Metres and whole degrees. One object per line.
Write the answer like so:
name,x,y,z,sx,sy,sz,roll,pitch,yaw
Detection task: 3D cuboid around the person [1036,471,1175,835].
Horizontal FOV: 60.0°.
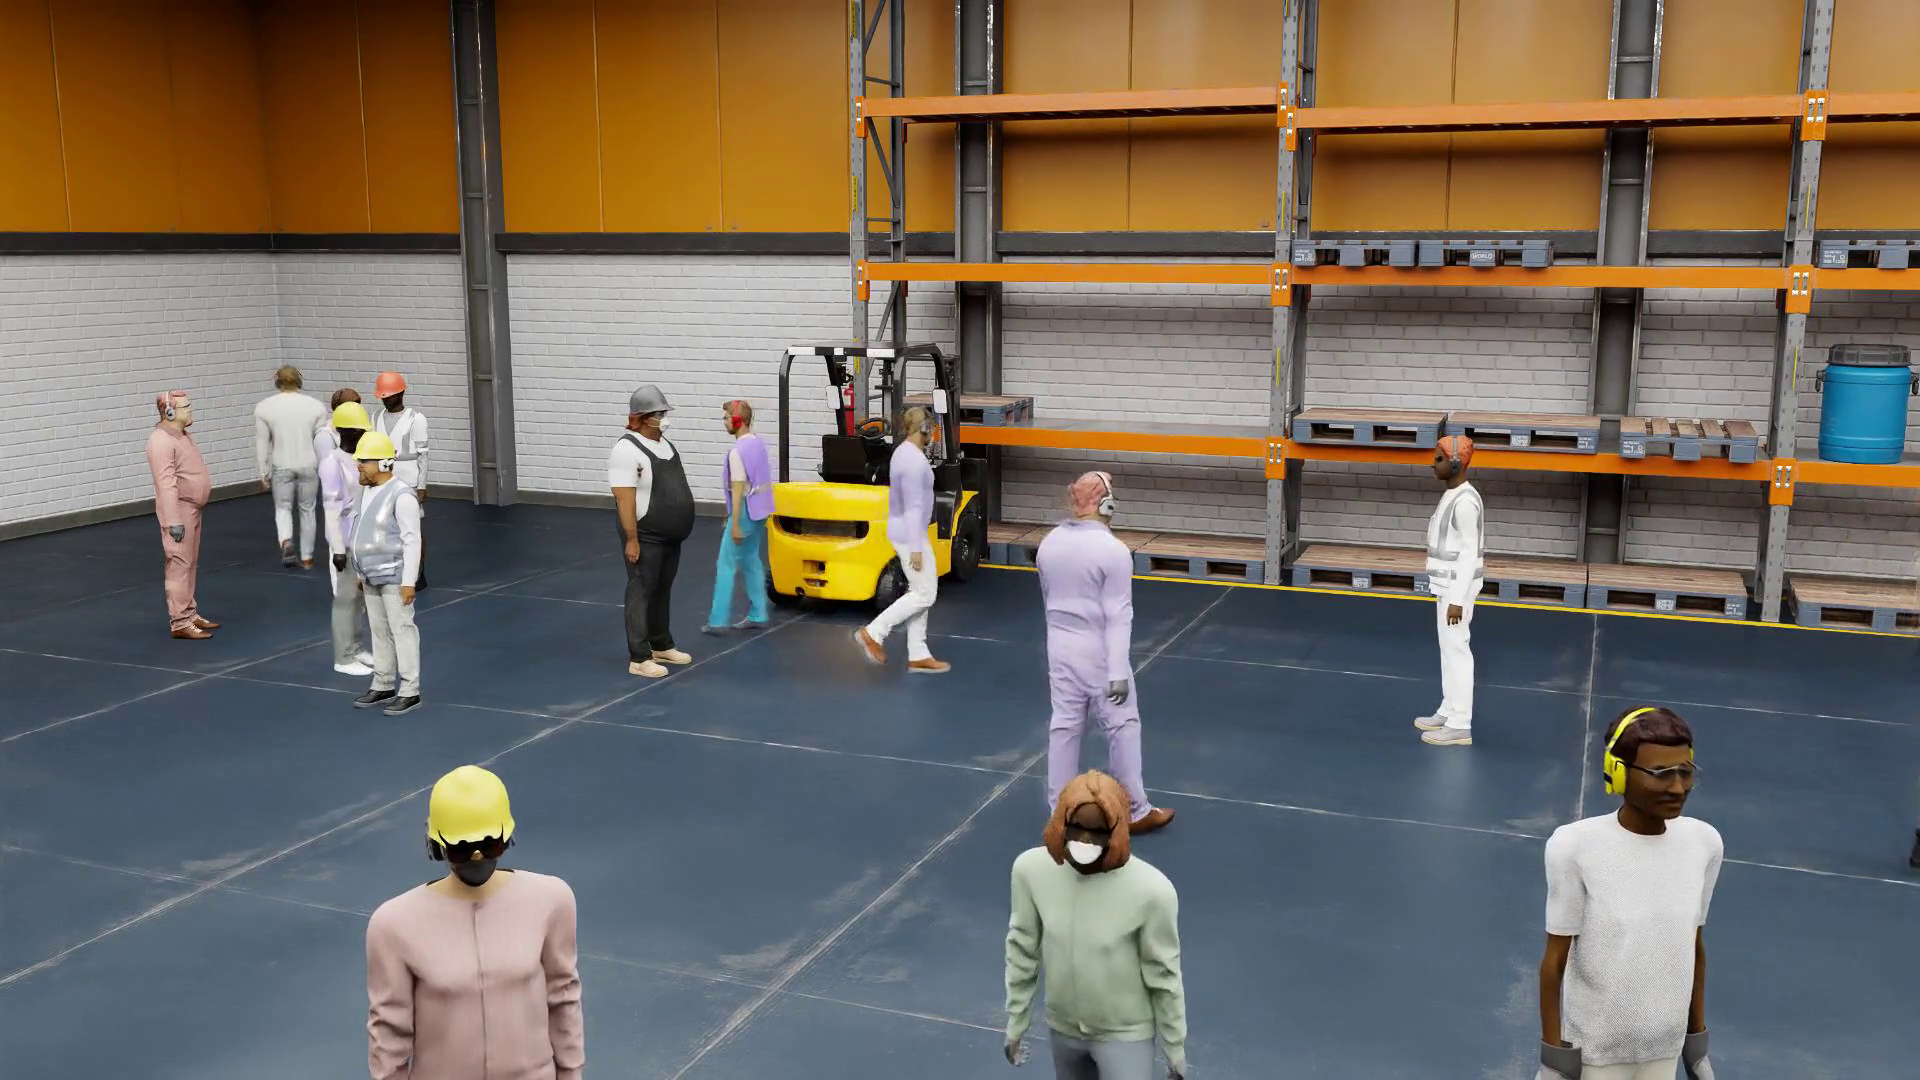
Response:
person,0.747,0.583,8.481,0.738,1.884,0.678,-8,13,-38

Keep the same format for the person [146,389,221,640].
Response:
person,-5.964,-0.198,12.785,0.410,1.913,0.643,-3,10,-14

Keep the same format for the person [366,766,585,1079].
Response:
person,-1.200,1.416,4.202,0.534,1.765,0.323,-5,11,-26

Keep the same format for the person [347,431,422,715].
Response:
person,-3.712,0.211,10.722,0.591,1.834,0.404,8,13,39

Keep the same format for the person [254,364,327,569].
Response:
person,-6.112,-0.650,15.282,0.639,1.926,0.561,-4,11,-21

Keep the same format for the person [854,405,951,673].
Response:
person,-0.386,0.009,11.649,0.576,1.903,0.650,-1,10,-4

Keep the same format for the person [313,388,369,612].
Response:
person,-4.993,-0.324,13.677,0.429,1.845,0.621,2,10,14

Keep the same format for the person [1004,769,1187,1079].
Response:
person,0.378,1.406,4.718,0.523,1.601,0.575,6,12,31

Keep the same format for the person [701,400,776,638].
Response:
person,-1.710,-0.168,12.866,0.535,1.824,0.573,3,11,18

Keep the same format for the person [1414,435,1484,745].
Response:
person,2.985,0.301,10.077,0.337,1.882,0.583,2,10,9

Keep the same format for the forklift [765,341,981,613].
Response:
forklift,-0.739,-0.602,14.246,1.214,2.155,2.313,4,11,21

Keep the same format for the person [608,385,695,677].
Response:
person,-2.131,-0.074,11.730,0.538,2.000,0.686,3,11,17

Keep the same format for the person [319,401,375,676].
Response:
person,-4.267,-0.018,11.737,0.381,1.925,0.593,0,10,3

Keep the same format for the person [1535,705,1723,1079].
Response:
person,1.739,1.340,4.332,0.513,1.872,0.328,-2,10,-13

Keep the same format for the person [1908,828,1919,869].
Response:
person,4.830,0.683,7.828,0.541,1.923,0.581,8,13,39

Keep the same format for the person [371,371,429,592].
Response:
person,-4.881,-0.504,14.446,0.543,1.928,0.373,3,11,14
